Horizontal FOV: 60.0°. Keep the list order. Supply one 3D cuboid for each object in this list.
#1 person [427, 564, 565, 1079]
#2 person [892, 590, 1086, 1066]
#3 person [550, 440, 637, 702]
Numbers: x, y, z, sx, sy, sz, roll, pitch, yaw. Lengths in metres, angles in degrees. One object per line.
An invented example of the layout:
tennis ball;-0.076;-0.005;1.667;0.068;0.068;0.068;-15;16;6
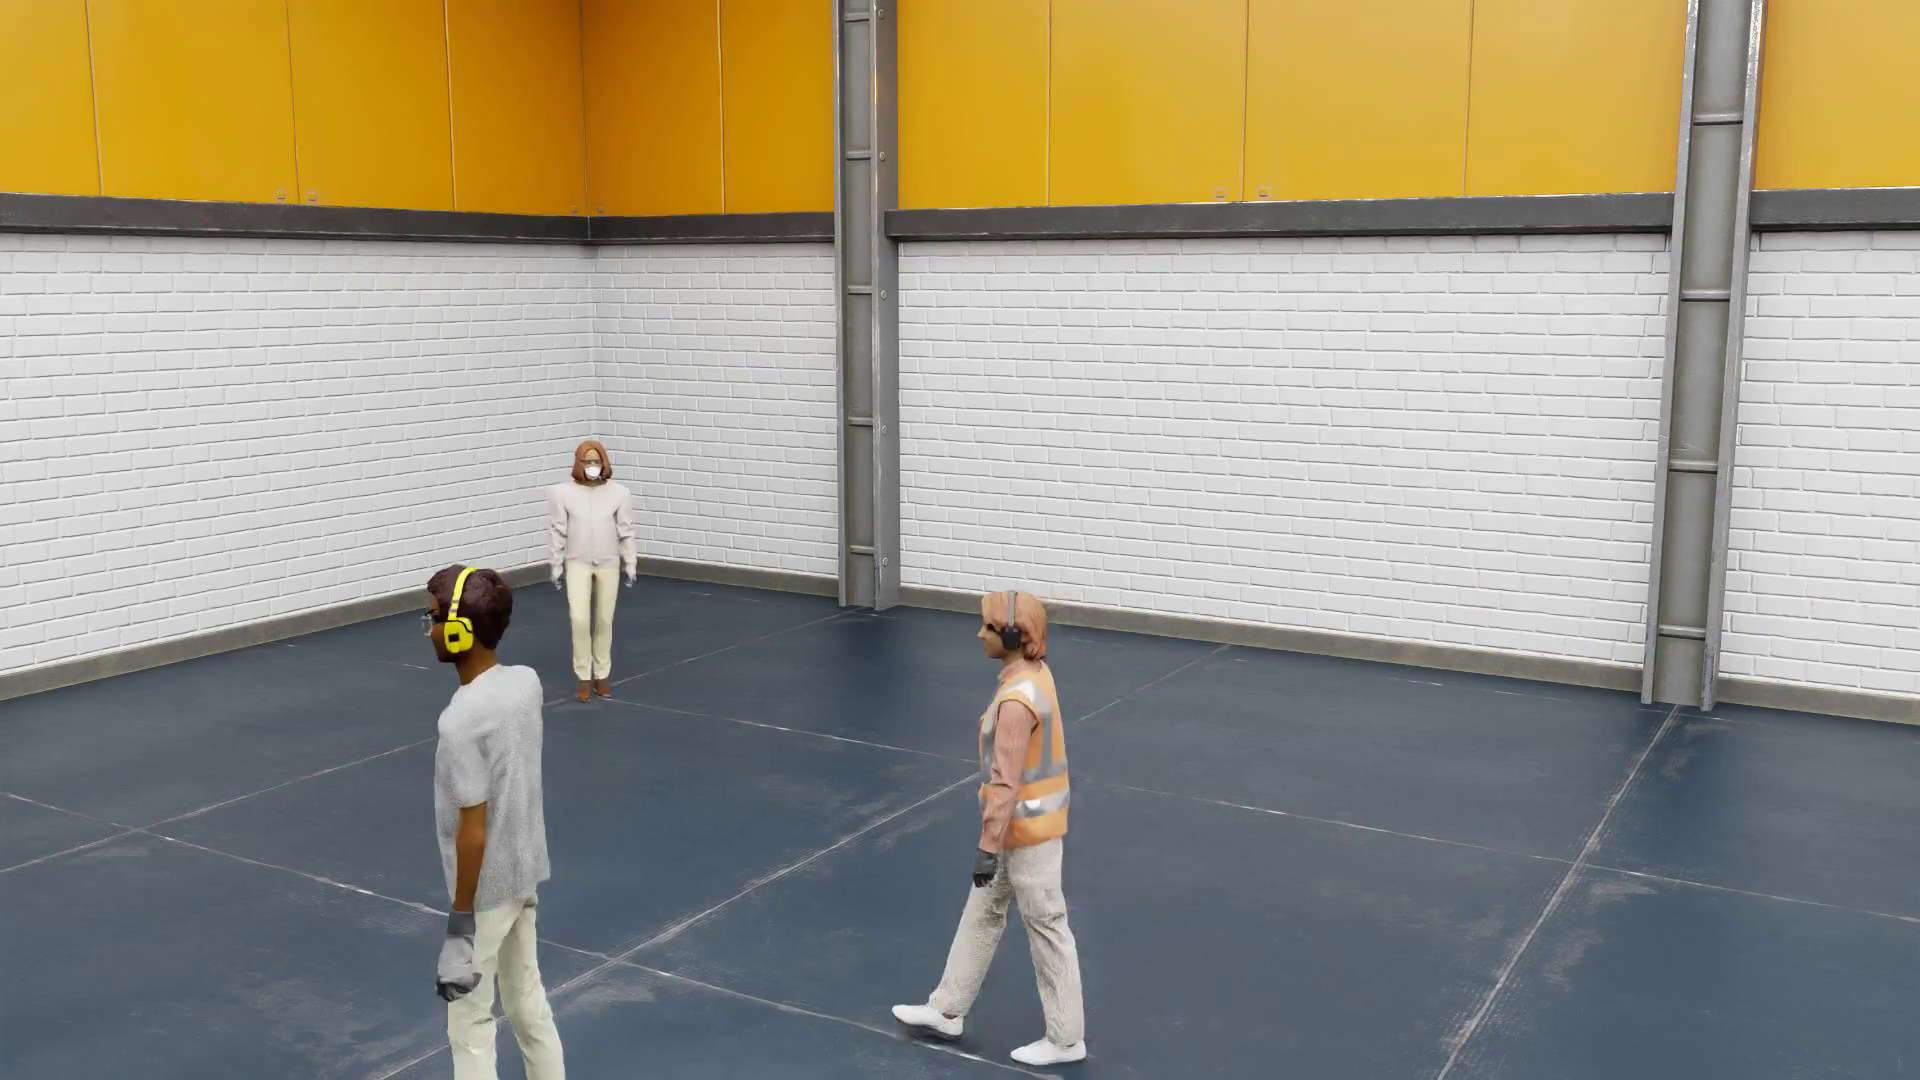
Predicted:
person;-1.355;0.982;4.662;0.383;1.872;0.529;2;9;9
person;0.083;0.962;5.521;0.758;1.606;0.541;1;9;5
person;-2.253;0.195;10.287;0.523;1.616;0.493;-4;10;-21
